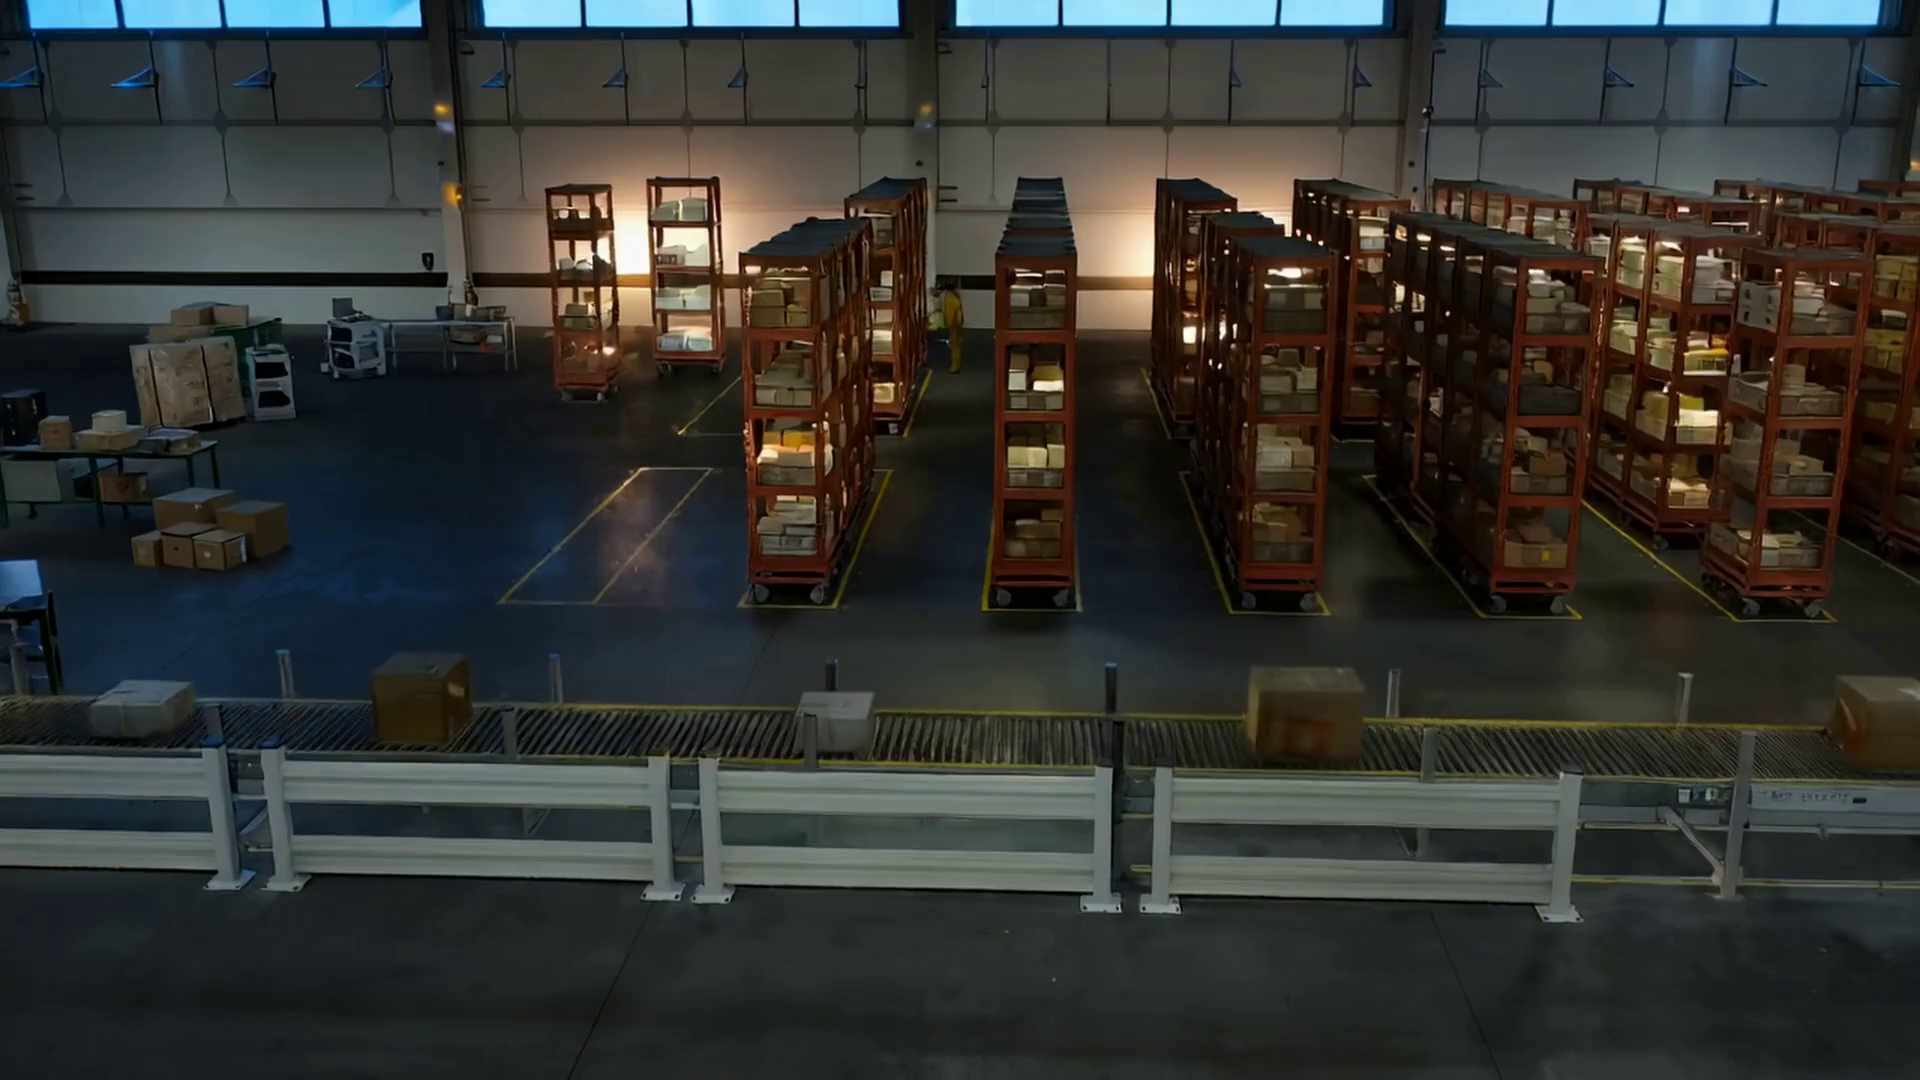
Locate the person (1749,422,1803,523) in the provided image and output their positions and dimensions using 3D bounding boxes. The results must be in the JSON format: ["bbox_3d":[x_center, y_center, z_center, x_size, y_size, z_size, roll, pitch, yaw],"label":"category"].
[{"bbox_3d":[9.386,-0.843,19.228,0.610,1.814,0.486,1,15,5],"label":"person"}]

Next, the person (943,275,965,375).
[{"bbox_3d":[-0.108,-3.997,30.875,0.377,1.844,0.570,-2,15,-8],"label":"person"}]
